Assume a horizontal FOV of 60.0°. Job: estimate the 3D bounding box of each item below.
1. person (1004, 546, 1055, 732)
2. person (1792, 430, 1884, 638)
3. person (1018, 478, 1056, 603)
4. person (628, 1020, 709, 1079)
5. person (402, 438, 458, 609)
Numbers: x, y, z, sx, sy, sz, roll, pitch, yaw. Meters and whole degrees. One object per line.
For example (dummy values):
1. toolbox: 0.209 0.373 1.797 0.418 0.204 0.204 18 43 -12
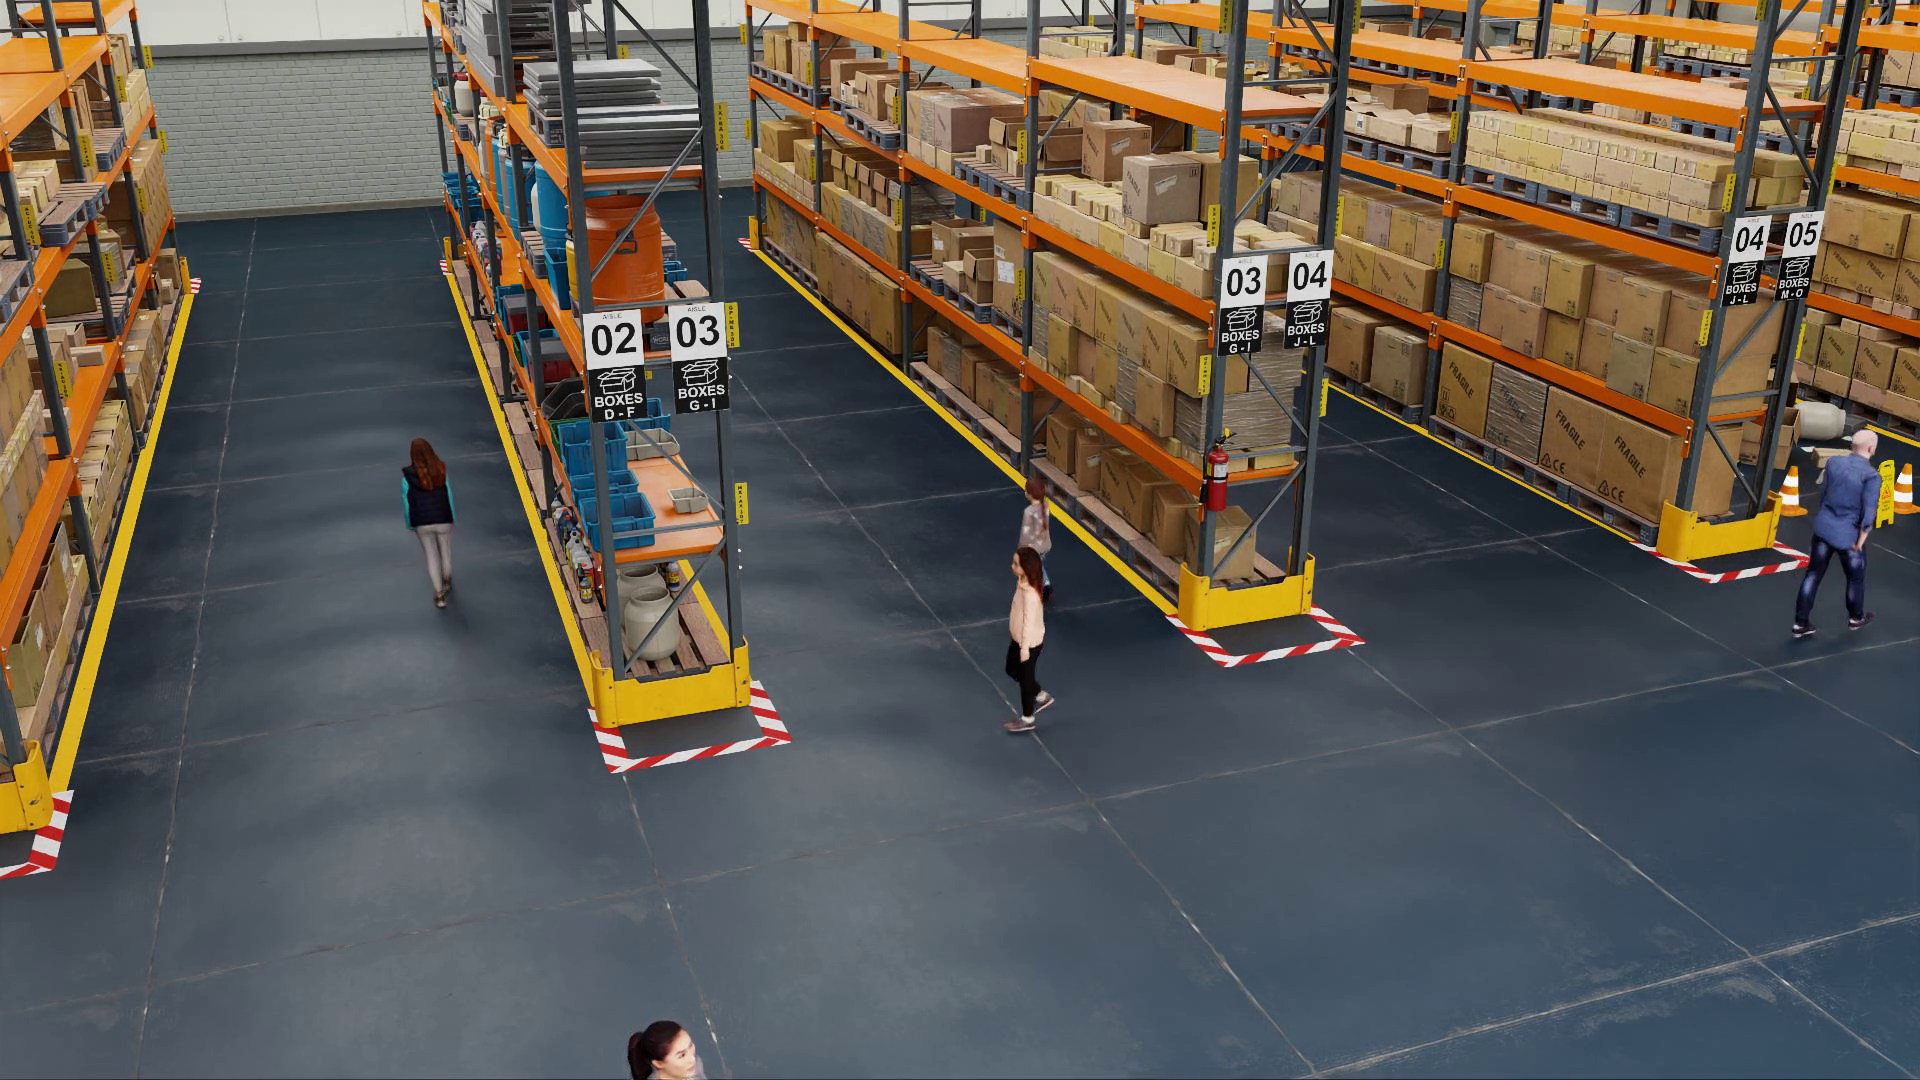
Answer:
1. person: 0.550 0.732 12.311 0.663 1.473 0.595 -5 23 -12
2. person: 7.194 -0.013 13.712 0.906 1.792 1.033 -13 26 -29
3. person: 0.705 0.043 14.377 0.644 1.186 0.596 20 29 40
4. person: -1.212 2.748 7.113 0.777 1.678 0.728 12 25 27
5. person: -4.570 -0.134 14.420 0.590 1.480 0.803 -9 24 -22
